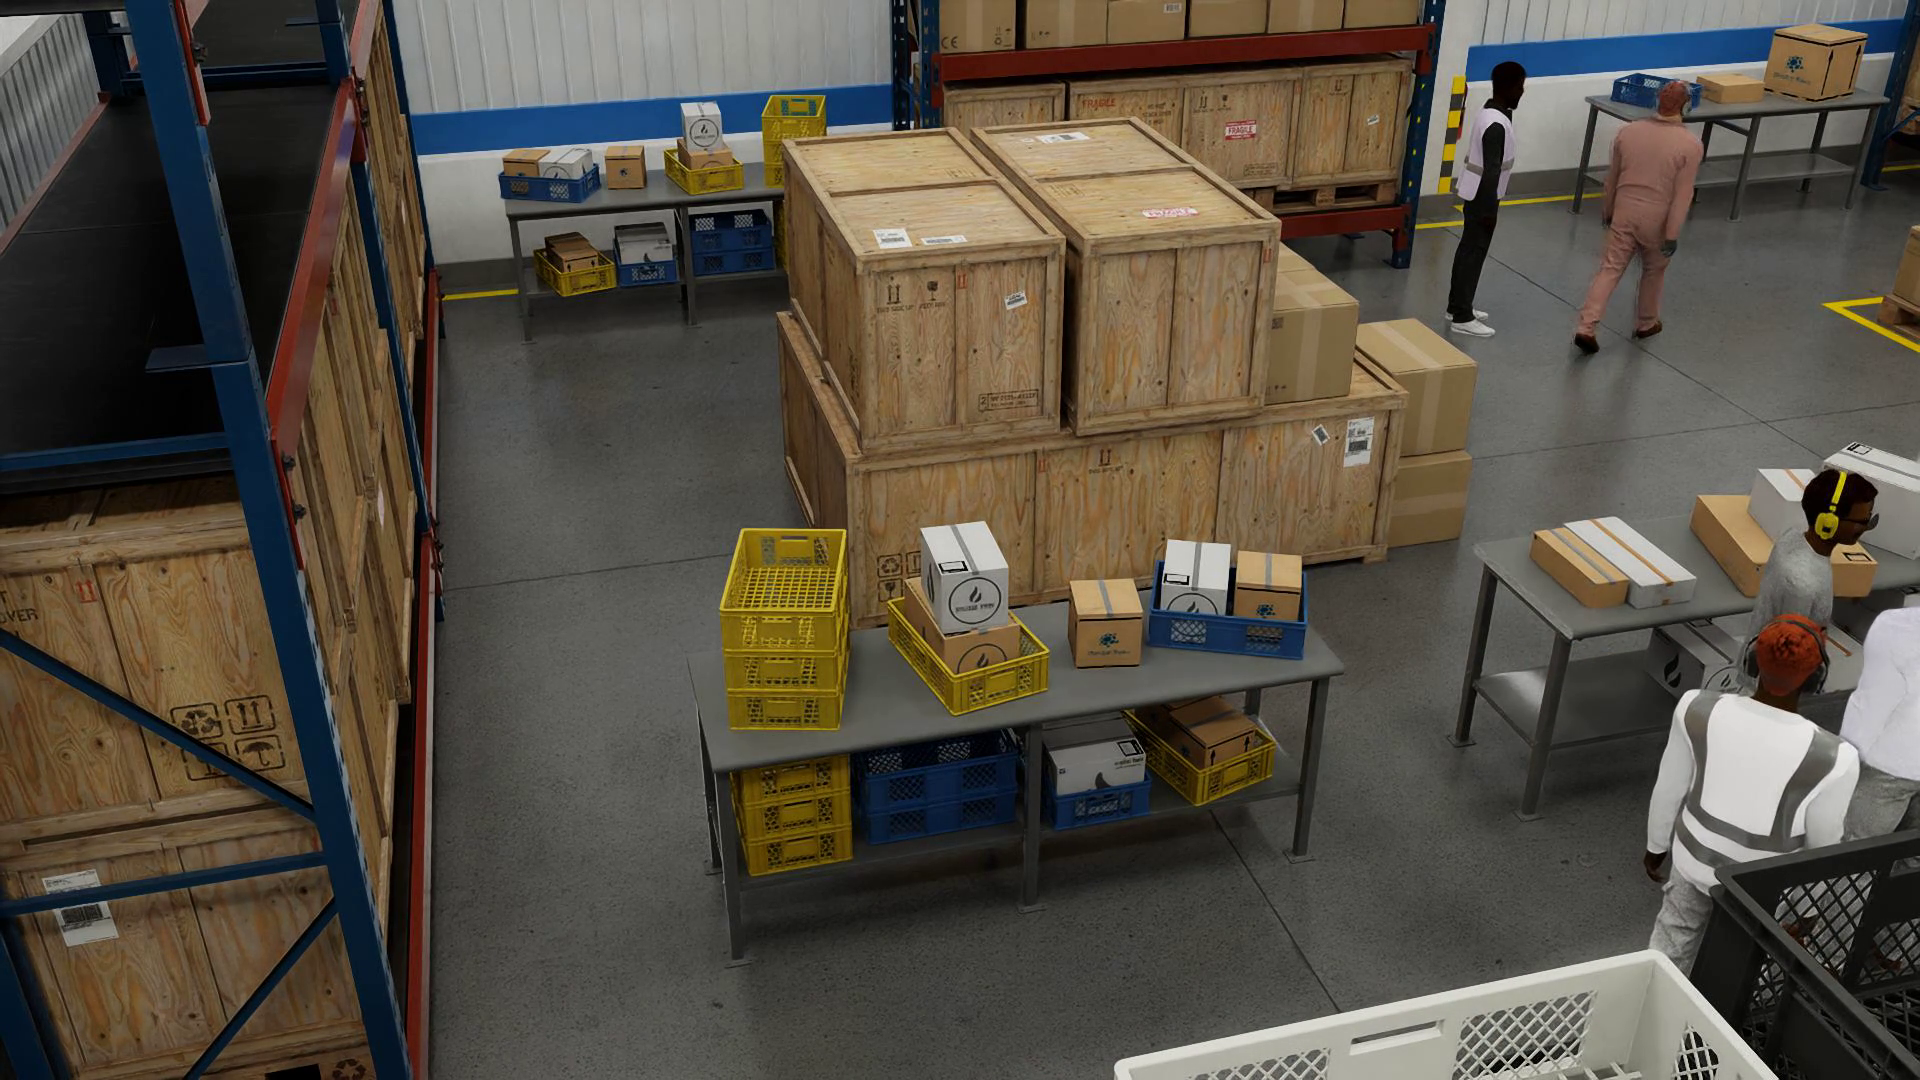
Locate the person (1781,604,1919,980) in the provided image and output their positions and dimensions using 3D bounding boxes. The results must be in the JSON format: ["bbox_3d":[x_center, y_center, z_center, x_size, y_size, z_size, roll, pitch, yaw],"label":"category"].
[{"bbox_3d":[3.396,0.784,5.948,0.635,1.939,0.366,-3,29,-6],"label":"person"}]

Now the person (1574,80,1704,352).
[{"bbox_3d":[4.690,-2.215,11.482,0.979,1.863,0.653,-24,37,-37],"label":"person"}]

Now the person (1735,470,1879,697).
[{"bbox_3d":[3.149,0.568,6.413,0.310,1.868,0.534,10,31,18],"label":"person"}]

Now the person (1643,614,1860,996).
[{"bbox_3d":[2.531,1.085,5.475,0.349,1.876,0.576,-26,38,-38],"label":"person"}]

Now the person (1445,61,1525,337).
[{"bbox_3d":[3.711,-2.421,11.789,0.393,1.919,0.589,4,29,8],"label":"person"}]
